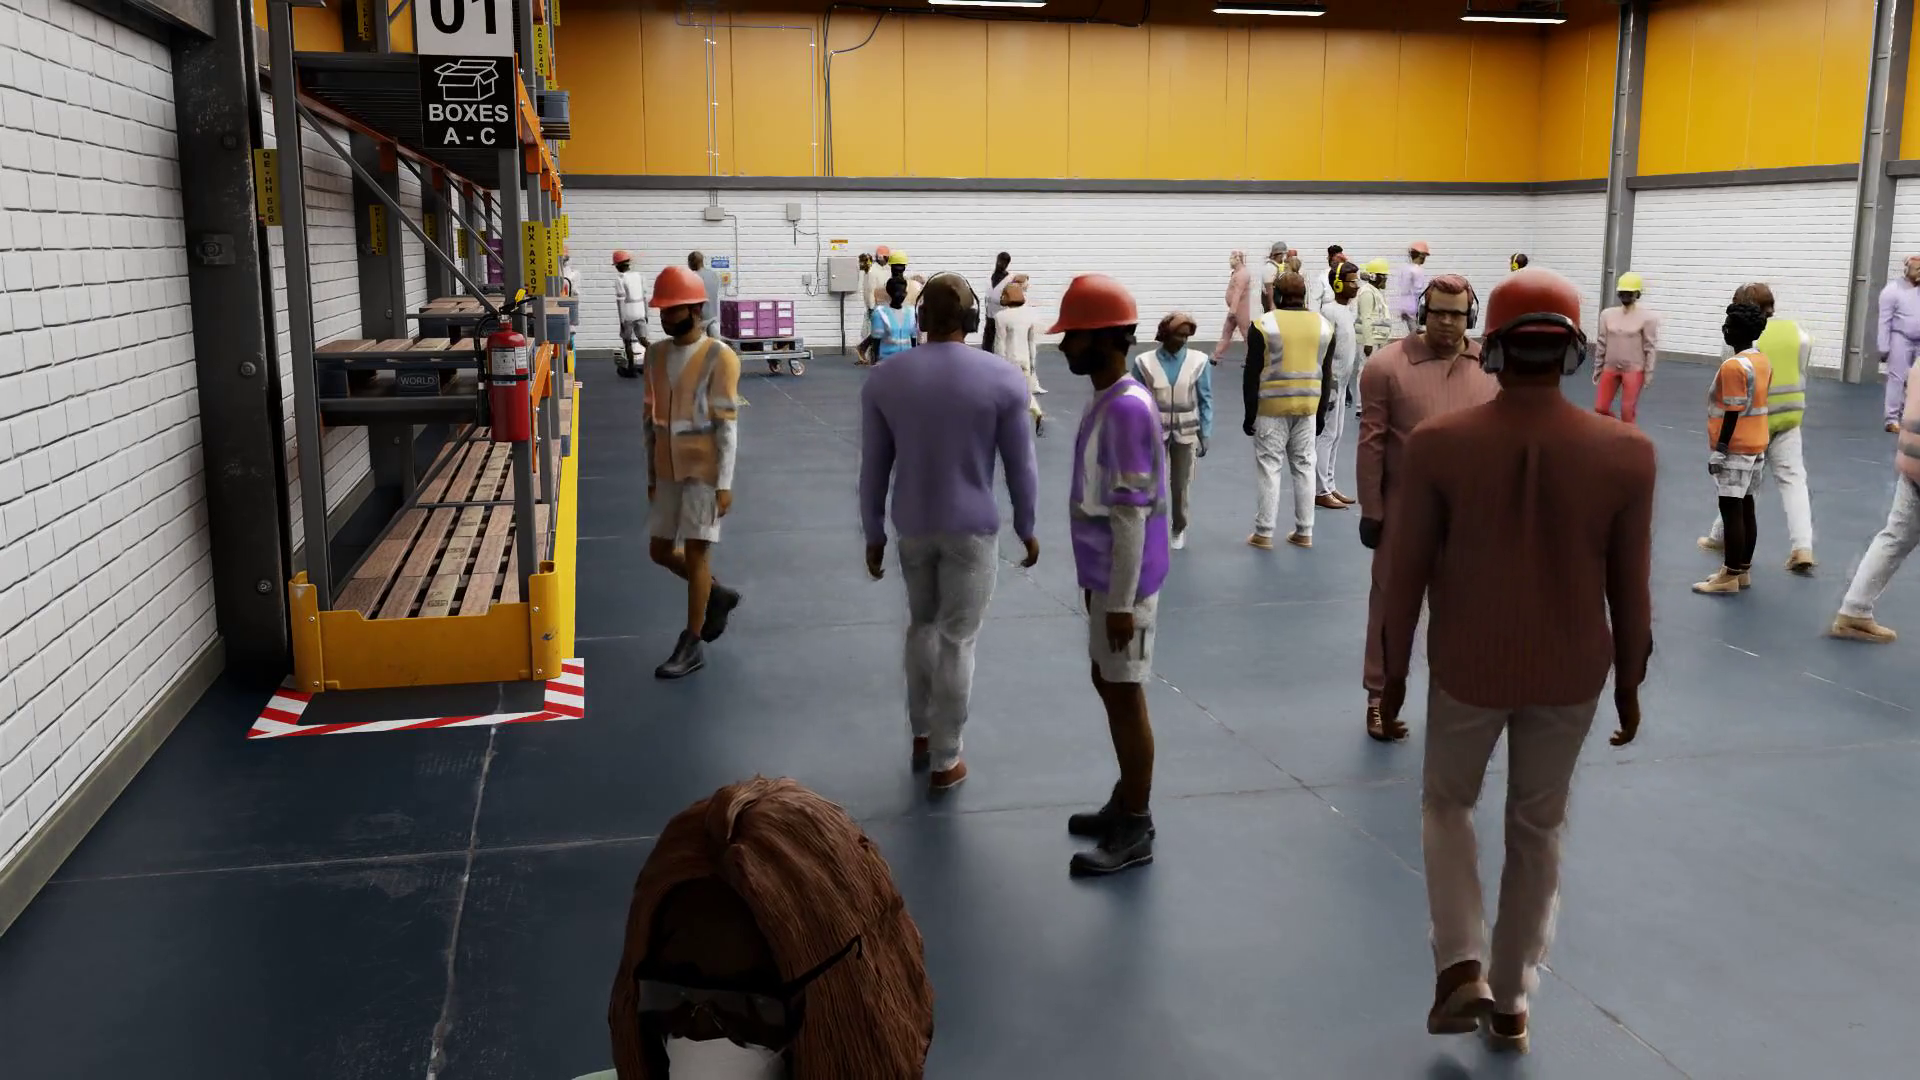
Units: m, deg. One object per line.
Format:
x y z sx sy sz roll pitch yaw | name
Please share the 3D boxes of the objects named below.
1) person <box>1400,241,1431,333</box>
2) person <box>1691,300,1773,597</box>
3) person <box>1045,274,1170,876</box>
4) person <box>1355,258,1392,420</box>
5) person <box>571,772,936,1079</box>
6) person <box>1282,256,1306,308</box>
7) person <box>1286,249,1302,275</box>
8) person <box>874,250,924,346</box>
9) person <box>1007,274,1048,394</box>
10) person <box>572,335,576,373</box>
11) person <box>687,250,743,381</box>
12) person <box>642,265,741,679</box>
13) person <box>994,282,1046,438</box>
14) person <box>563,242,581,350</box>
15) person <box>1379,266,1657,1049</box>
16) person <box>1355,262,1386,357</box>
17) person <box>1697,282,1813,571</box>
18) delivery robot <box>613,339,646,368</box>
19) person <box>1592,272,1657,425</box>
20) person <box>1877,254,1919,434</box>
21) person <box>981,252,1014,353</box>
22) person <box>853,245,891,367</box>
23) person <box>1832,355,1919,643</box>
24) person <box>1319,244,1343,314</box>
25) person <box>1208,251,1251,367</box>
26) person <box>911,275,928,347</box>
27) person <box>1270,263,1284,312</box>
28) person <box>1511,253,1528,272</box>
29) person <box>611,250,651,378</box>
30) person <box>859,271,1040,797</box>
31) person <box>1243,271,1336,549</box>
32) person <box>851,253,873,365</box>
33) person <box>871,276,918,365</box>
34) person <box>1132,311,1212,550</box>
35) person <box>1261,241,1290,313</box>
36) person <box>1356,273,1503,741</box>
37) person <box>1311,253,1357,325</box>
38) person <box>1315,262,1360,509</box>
6.715 -3.407 24.628 0.493 2.021 0.635 -2 10 -9 | person
4.458 -0.524 9.561 0.319 1.697 0.533 9 14 41 | person
0.472 0.115 5.387 0.407 1.931 0.576 0 10 -1 | person
4.697 -2.280 18.923 0.403 1.827 0.599 4 11 21 | person
-0.148 0.984 1.381 0.497 1.633 0.284 2 11 13 | person
4.543 -2.894 22.342 0.744 1.827 0.525 1 10 4 | person
5.842 -4.167 29.263 0.606 1.864 0.612 -8 13 -36 | person
-0.685 -2.254 18.506 0.592 1.925 0.385 -4 11 -21 | person
0.705 -2.721 22.018 0.862 1.595 0.503 5 11 24 | person
-6.127 -3.458 25.420 0.565 1.841 0.396 -5 12 -27 | person
-3.507 -3.102 23.320 0.914 1.898 0.655 6 12 32 | person
-1.262 -0.335 7.896 0.565 1.921 0.679 6 12 29 | person
0.595 -1.780 16.751 0.510 1.619 0.549 -8 13 -37 | person
-5.900 -3.384 24.535 0.631 2.018 0.788 -4 11 -21 | person
1.374 0.320 4.122 0.651 1.973 0.506 2 10 13 | person
6.357 -3.480 25.953 0.916 1.690 0.500 4 11 22 | person
5.037 -0.716 10.415 0.626 1.786 0.999 -1 10 -5 | person
-4.855 -2.783 24.984 0.477 0.478 0.707 10 14 44 | delivery robot
5.947 -1.518 14.903 0.549 1.751 0.395 10 14 44 | person
10.007 -2.061 17.533 0.675 1.889 0.426 -1 10 -8 | person
0.538 -2.994 22.832 0.440 1.846 0.680 -9 14 -42 | person
-1.371 -3.741 26.667 0.625 1.960 0.686 2 10 11 | person
4.937 -0.335 8.284 0.999 1.783 0.635 2 11 13 | person
5.706 -3.520 25.413 0.614 1.963 0.361 -7 12 -34 | person
4.360 -3.686 26.620 0.976 1.852 0.676 1 10 3 | person
-0.617 -2.639 21.572 0.881 1.588 0.496 -6 12 -29 | person
4.699 -3.249 24.641 0.914 1.713 0.542 -1 10 -7 | person
7.359 -2.864 22.059 0.565 1.869 0.359 -7 12 -33 | person
-4.721 -3.280 24.303 0.794 1.891 0.632 8 13 39 | person
-0.014 -0.040 6.273 0.642 1.912 0.762 3 11 17 | person
2.158 -0.853 11.023 0.619 1.836 0.431 -3 11 -17 | person
-1.363 -3.772 27.198 0.800 1.837 0.541 -4 11 -21 | person
-0.645 -1.767 16.479 0.543 1.684 0.383 -5 12 -28 | person
1.340 -0.674 10.658 0.512 1.601 0.798 0 10 3 | person
5.349 -4.027 28.018 0.548 2.000 0.688 6 12 31 | person
1.935 -0.126 6.794 0.636 1.903 0.405 -1 10 -6 | person
5.305 -3.151 23.737 0.606 1.834 0.936 6 12 31 | person
2.892 -1.179 12.710 0.327 1.874 0.519 5 11 26 | person
